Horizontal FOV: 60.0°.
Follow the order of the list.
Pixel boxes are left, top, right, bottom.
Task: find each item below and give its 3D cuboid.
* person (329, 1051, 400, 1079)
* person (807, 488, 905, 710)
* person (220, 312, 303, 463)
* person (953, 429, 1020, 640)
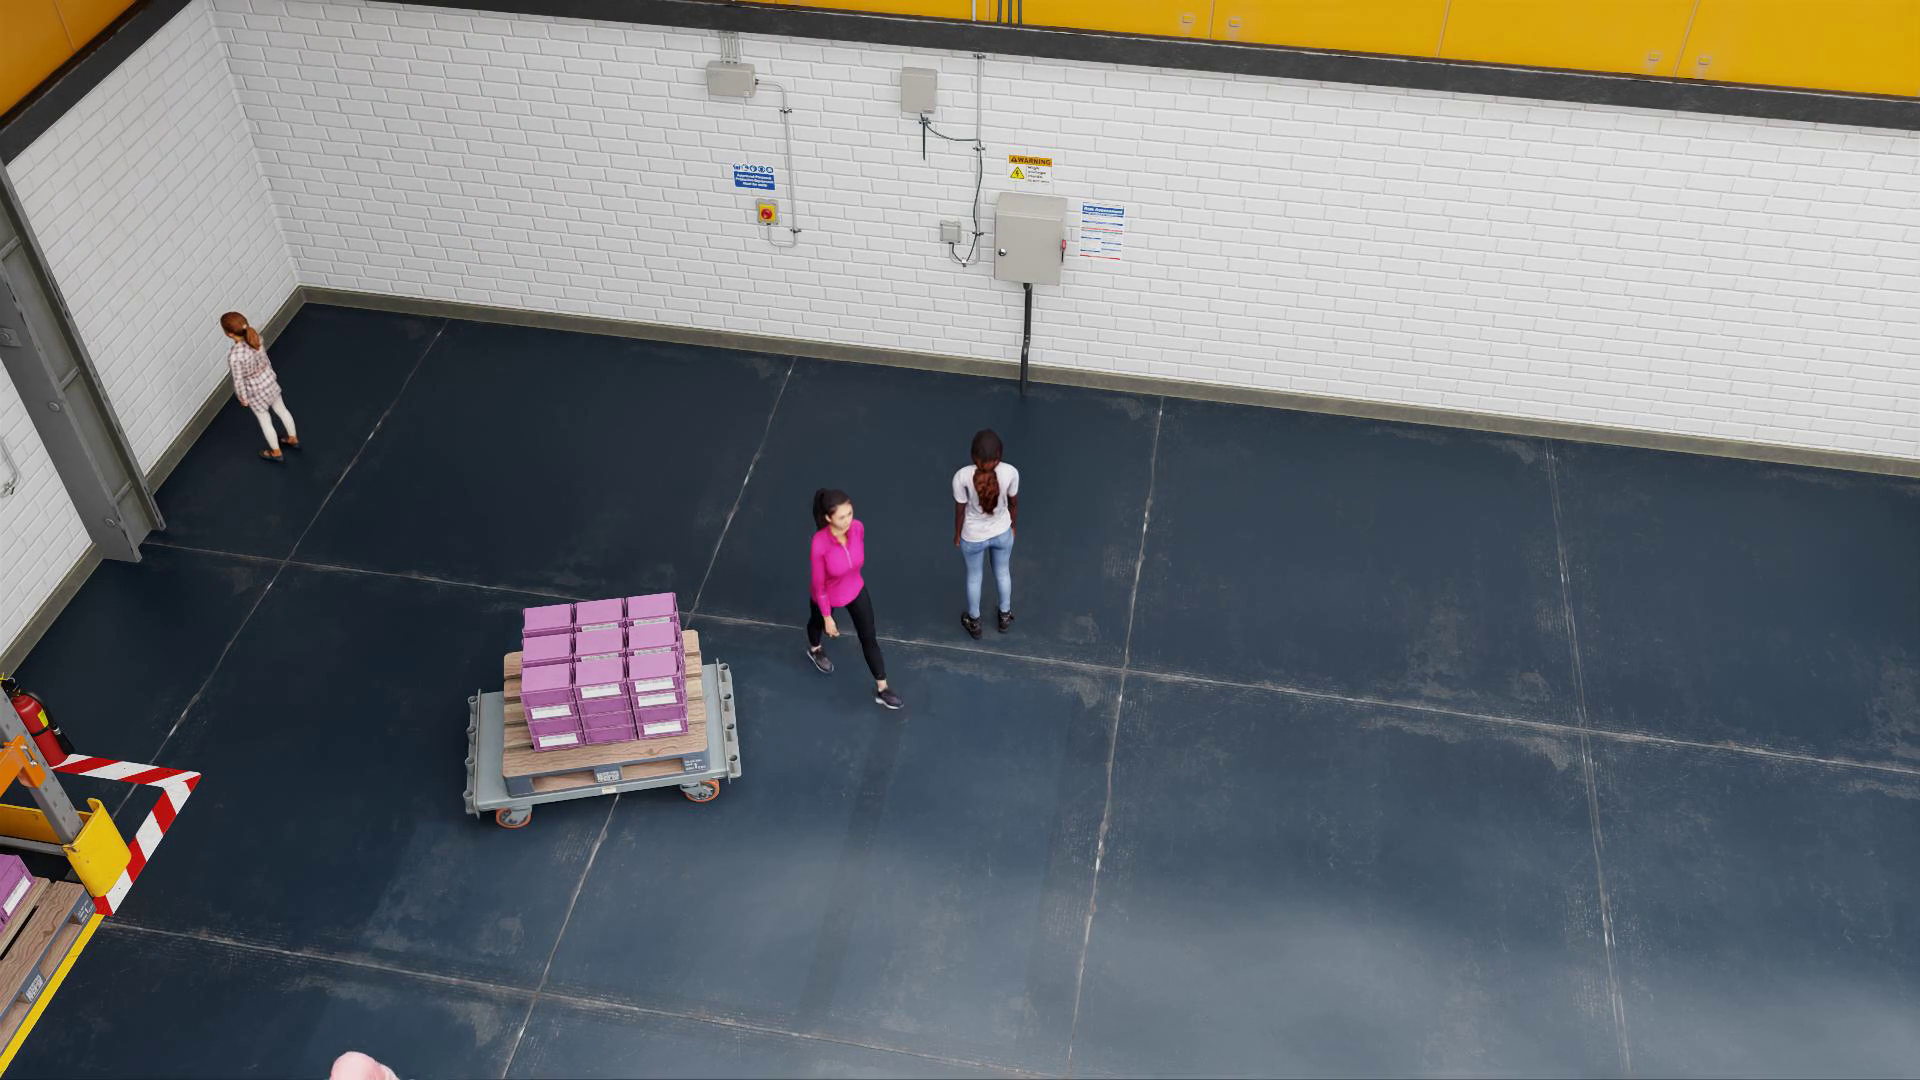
[{"bbox_3d":[-2.633,2.824,7.756,0.656,1.794,0.645,4,44,4],"label":"person"},{"bbox_3d":[-0.836,0.299,10.507,1.087,1.654,1.120,-27,50,-26],"label":"person"},{"bbox_3d":[-5.161,-1.144,12.271,0.644,1.312,0.532,18,46,18],"label":"person"},{"bbox_3d":[0.173,-0.040,10.816,0.659,1.719,0.655,-9,44,-10],"label":"person"}]
